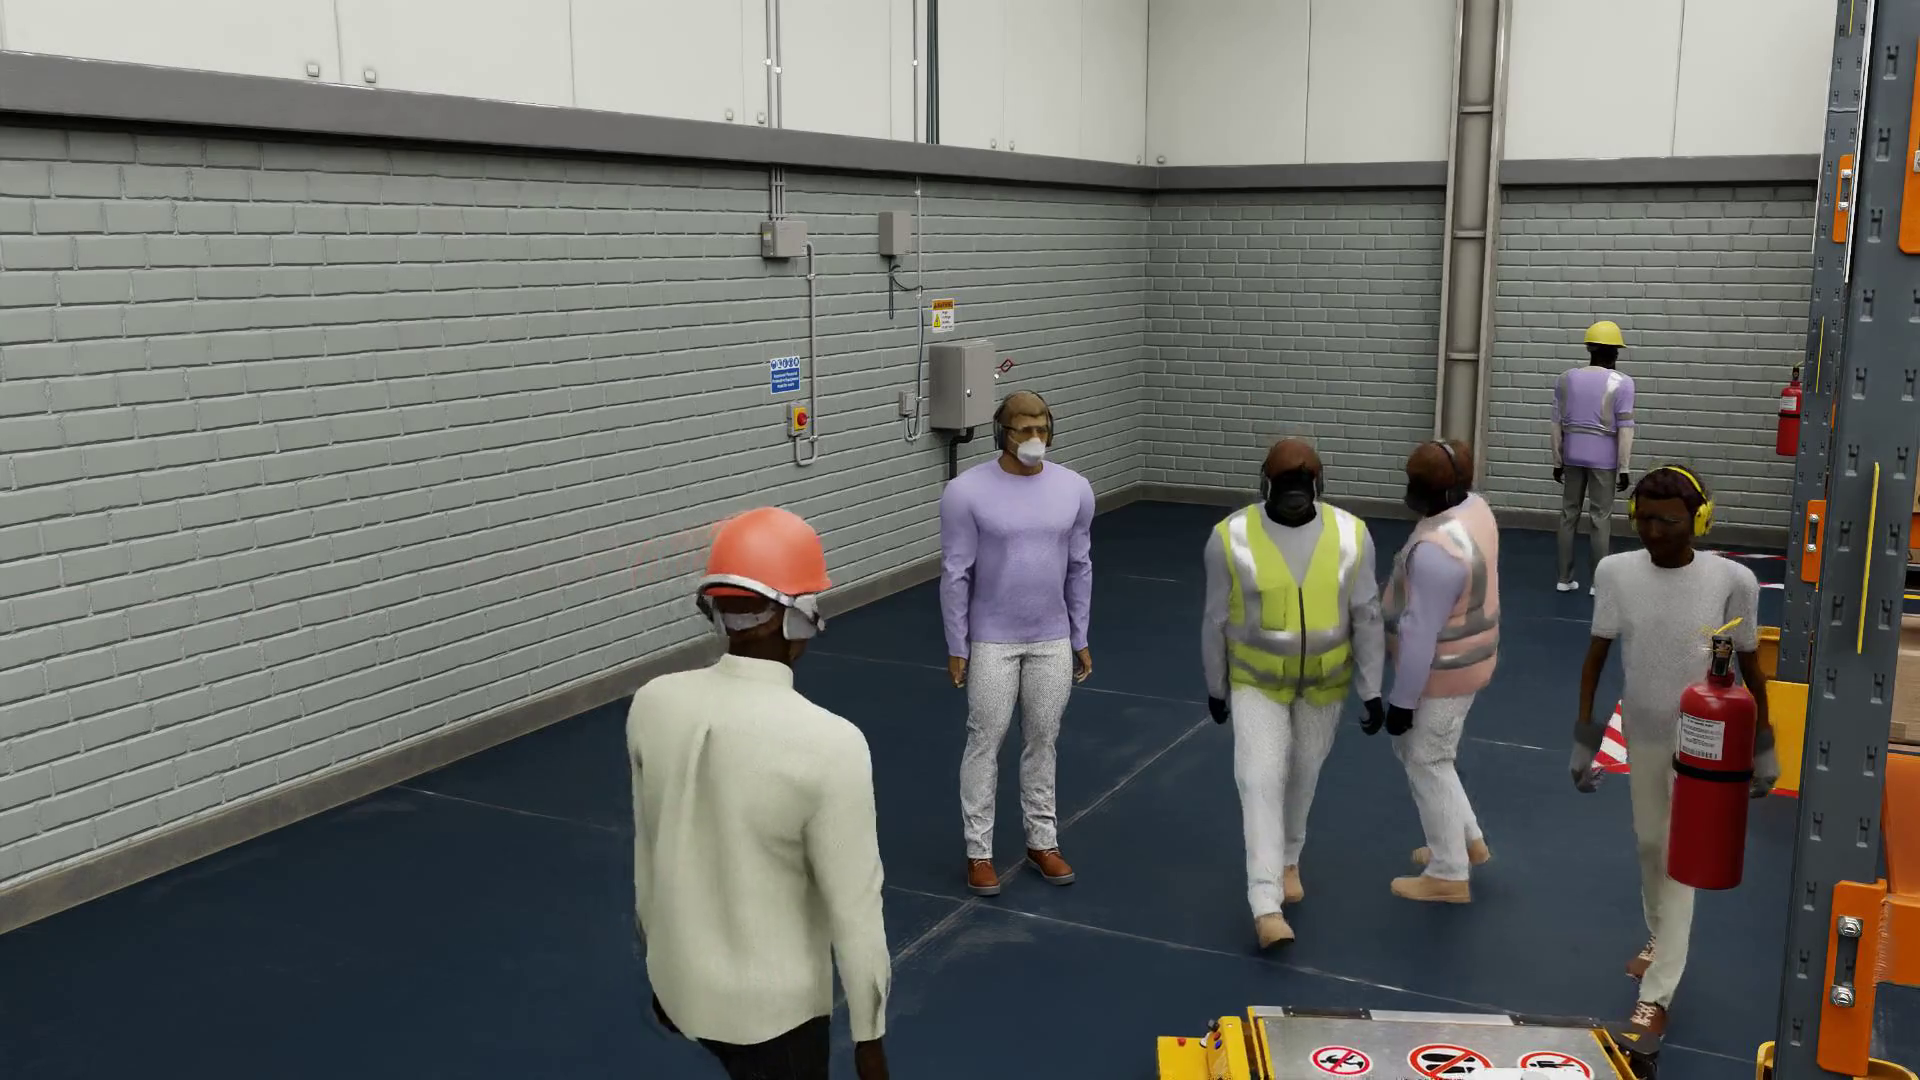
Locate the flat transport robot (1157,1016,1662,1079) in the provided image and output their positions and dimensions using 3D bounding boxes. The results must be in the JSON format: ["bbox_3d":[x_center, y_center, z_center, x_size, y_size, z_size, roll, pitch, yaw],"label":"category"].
[{"bbox_3d":[1.279,1.548,4.633,1.431,0.197,0.652,1,10,5],"label":"flat transport robot"}]

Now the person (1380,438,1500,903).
[{"bbox_3d":[1.767,0.500,6.190,0.429,1.795,0.719,5,11,24],"label":"person"}]

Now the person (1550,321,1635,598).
[{"bbox_3d":[4.413,-0.561,11.622,0.383,1.923,0.589,-9,14,-40],"label":"person"}]

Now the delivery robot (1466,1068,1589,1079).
[{"bbox_3d":[1.423,1.496,3.883,0.477,0.478,0.707,0,10,1],"label":"delivery robot"}]

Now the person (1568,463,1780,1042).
[{"bbox_3d":[2.263,0.657,5.316,0.565,1.803,0.965,9,14,41],"label":"person"}]

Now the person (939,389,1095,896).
[{"bbox_3d":[0.229,0.389,6.401,0.632,1.940,0.372,-4,11,-20],"label":"person"}]

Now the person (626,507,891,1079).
[{"bbox_3d":[-0.377,0.910,3.463,0.646,1.968,0.634,7,13,35],"label":"person"}]

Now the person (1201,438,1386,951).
[{"bbox_3d":[1.205,0.536,5.992,0.624,1.791,0.954,0,10,-2],"label":"person"}]
